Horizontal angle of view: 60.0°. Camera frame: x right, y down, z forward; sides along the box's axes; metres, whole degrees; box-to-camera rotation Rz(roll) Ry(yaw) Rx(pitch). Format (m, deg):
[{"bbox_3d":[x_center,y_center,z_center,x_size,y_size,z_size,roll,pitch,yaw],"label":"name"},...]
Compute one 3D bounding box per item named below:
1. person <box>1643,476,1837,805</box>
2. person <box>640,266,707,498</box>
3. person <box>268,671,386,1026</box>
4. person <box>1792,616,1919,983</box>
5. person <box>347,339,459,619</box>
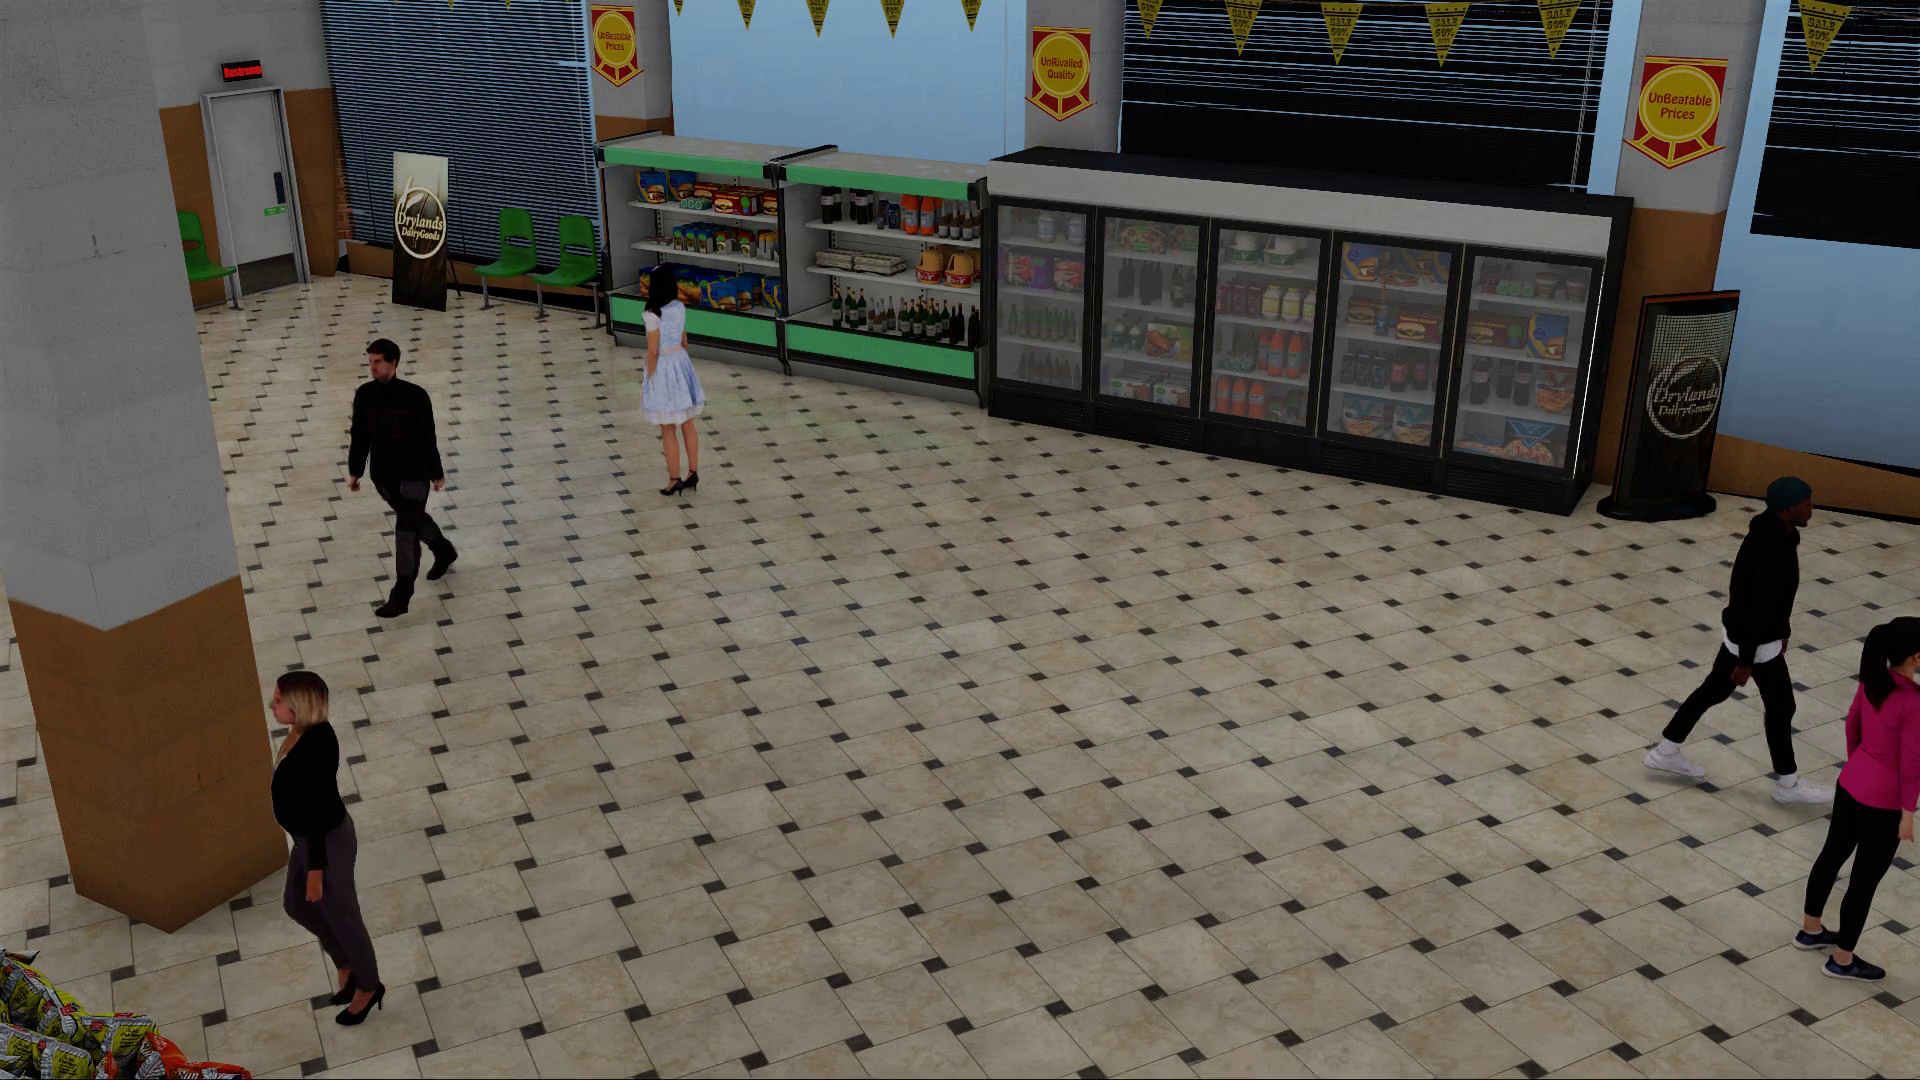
[{"bbox_3d":[4.020,0.517,8.640,1.245,1.778,0.879,7,23,16],"label":"person"},{"bbox_3d":[-2.250,-1.226,12.930,0.769,1.815,0.744,17,28,36],"label":"person"},{"bbox_3d":[-2.534,1.282,6.890,0.770,1.664,0.683,-9,24,-22],"label":"person"},{"bbox_3d":[3.977,1.112,7.265,0.727,1.698,0.688,-2,22,-5],"label":"person"},{"bbox_3d":[-3.630,-0.452,11.030,1.212,1.795,0.926,8,23,19],"label":"person"}]
